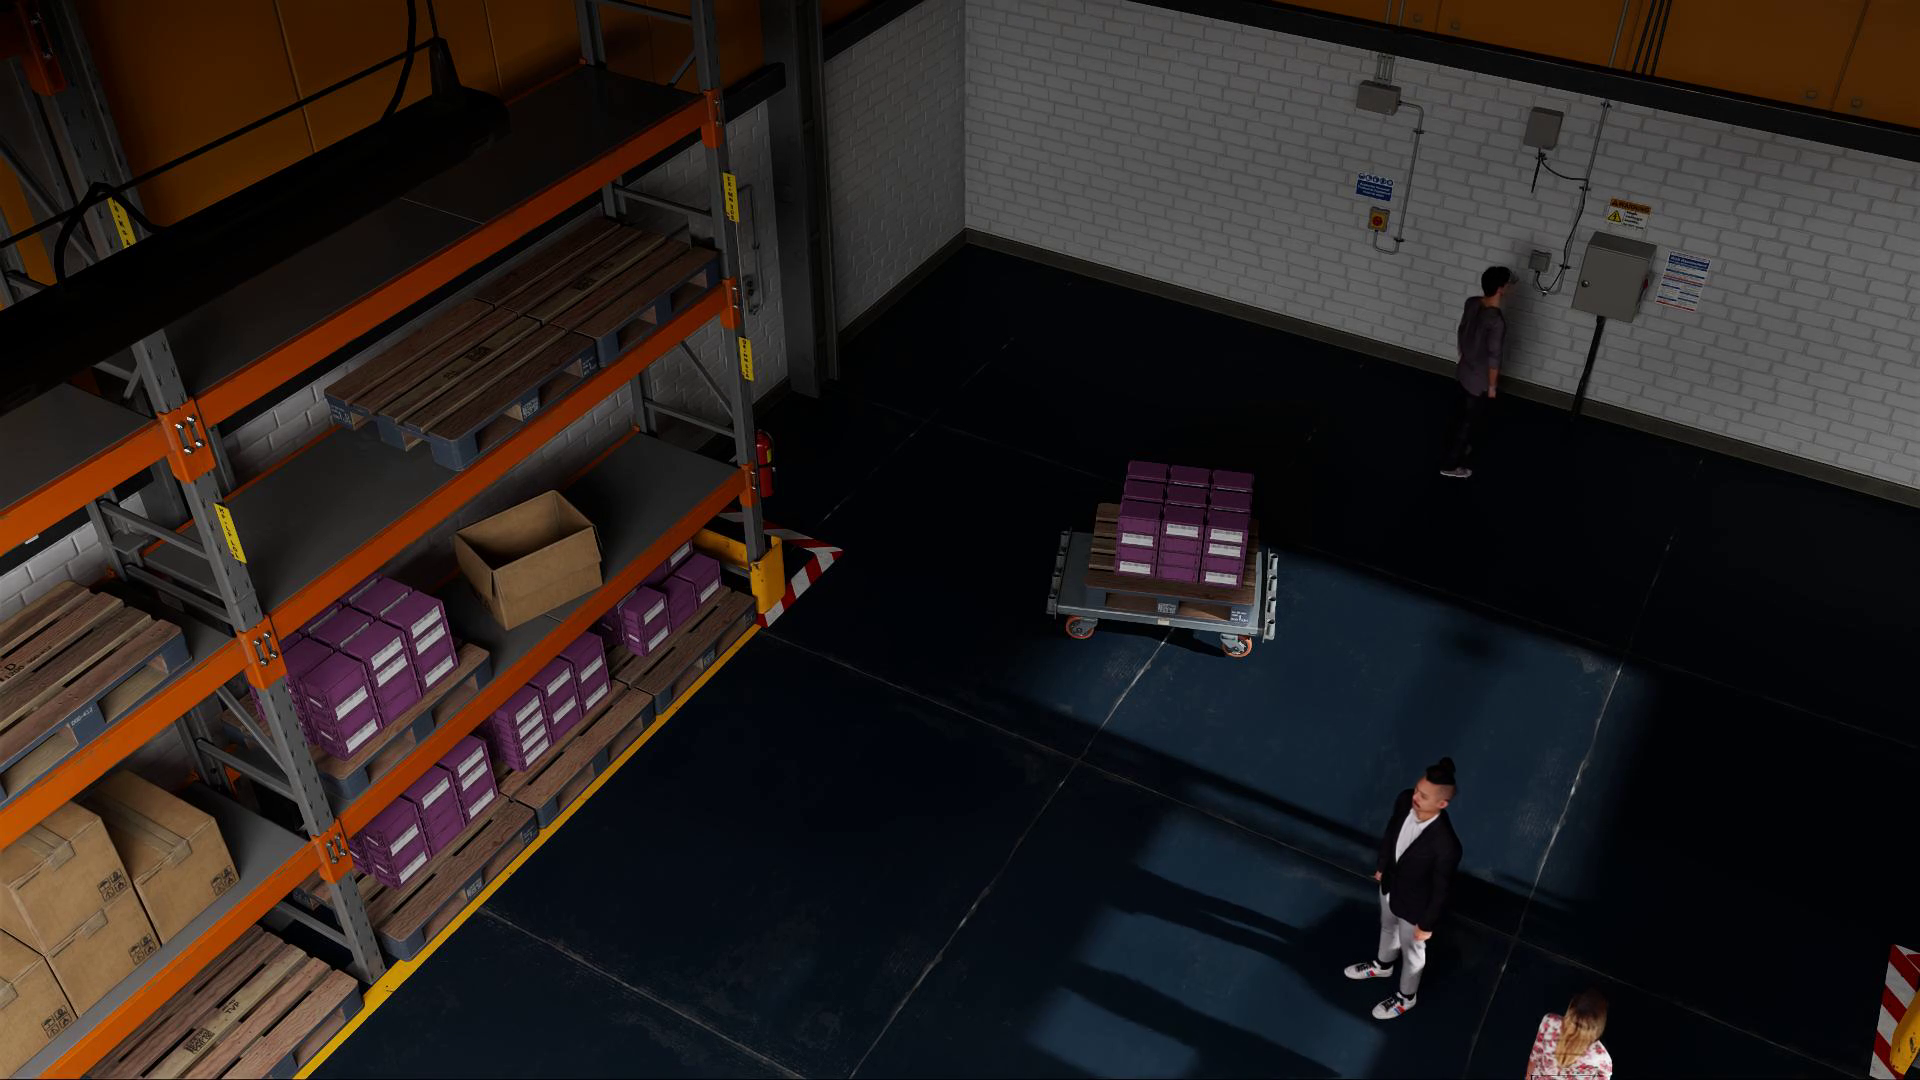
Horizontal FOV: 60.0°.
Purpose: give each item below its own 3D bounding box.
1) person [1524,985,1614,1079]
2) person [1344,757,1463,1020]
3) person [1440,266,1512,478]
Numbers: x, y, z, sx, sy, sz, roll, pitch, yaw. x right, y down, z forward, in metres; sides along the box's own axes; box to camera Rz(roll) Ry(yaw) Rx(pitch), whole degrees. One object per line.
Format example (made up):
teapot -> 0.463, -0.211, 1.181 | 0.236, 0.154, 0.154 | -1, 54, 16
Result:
person -> 2.987, 2.855, 8.392 | 0.987, 1.615, 0.801 | -25, 45, -27
person -> 2.530, 1.933, 9.278 | 0.833, 1.949, 0.784 | -12, 40, -14
person -> 4.184, -1.370, 13.489 | 0.875, 1.856, 0.811 | -5, 39, -7
